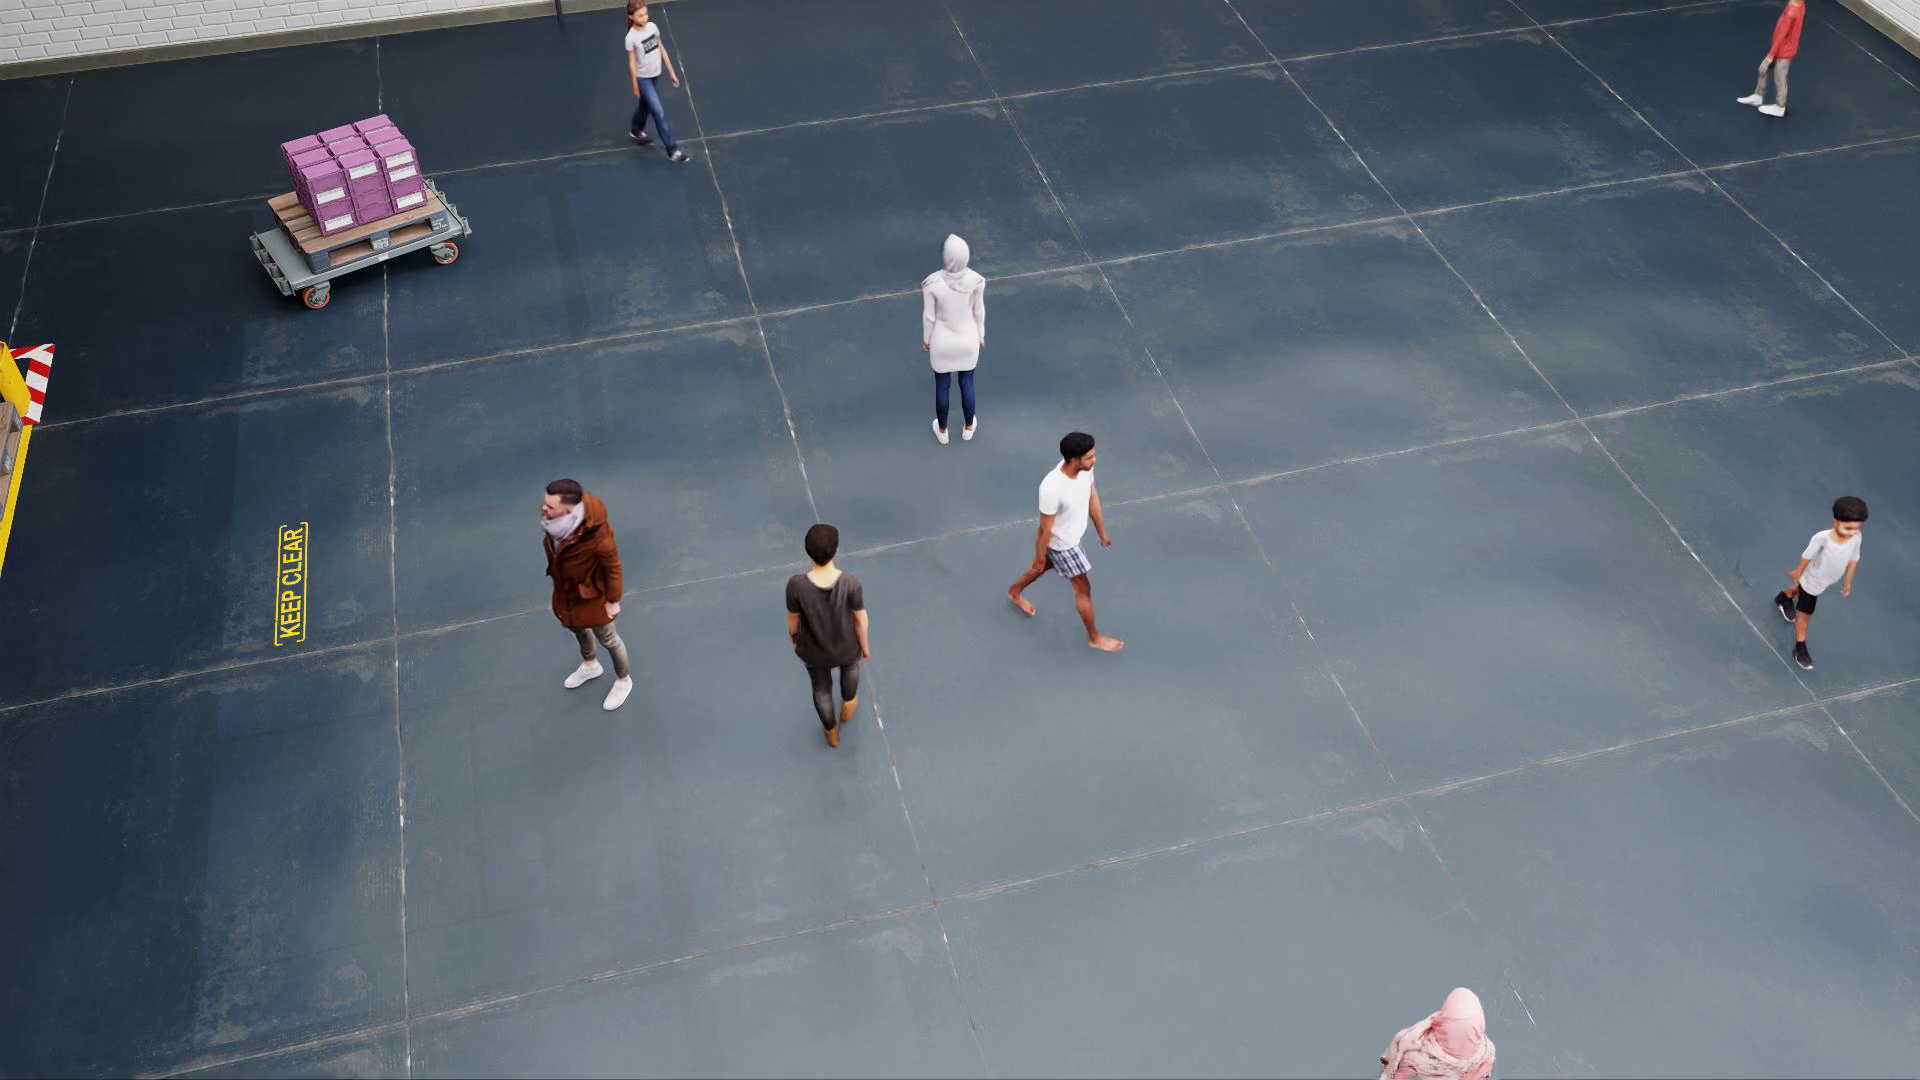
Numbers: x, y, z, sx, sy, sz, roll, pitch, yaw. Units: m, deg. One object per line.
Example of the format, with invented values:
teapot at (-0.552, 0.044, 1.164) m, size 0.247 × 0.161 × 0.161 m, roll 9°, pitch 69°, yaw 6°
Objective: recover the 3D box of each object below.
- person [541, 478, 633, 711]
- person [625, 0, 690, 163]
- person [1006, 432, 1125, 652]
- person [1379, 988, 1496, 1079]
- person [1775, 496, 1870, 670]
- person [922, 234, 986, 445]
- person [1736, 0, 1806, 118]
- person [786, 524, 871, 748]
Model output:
person at (-2.317, 0.296, 10.313) m, size 0.829 × 1.837 × 0.901 m, roll 26°, pitch 49°, yaw 25°
person at (-2.930, -4.284, 15.349) m, size 1.088 × 1.522 × 0.980 m, roll 26°, pitch 49°, yaw 25°
person at (0.598, -0.053, 10.796) m, size 1.149 × 1.676 × 1.134 m, roll 21°, pitch 48°, yaw 21°
person at (2.173, 2.718, 7.807) m, size 0.793 × 1.788 × 1.044 m, roll 1°, pitch 44°, yaw 1°
person at (5.620, 0.161, 10.900) m, size 0.581 × 1.224 × 0.924 m, roll -3°, pitch 44°, yaw -4°
person at (-0.044, -1.457, 12.199) m, size 0.643 × 1.775 × 0.571 m, roll -4°, pitch 44°, yaw -4°
person at (7.927, -4.692, 15.870) m, size 0.773 × 1.394 × 0.725 m, roll 23°, pitch 48°, yaw 22°
person at (-0.789, 0.648, 10.043) m, size 0.710 × 1.700 × 0.748 m, roll -3°, pitch 44°, yaw -3°
